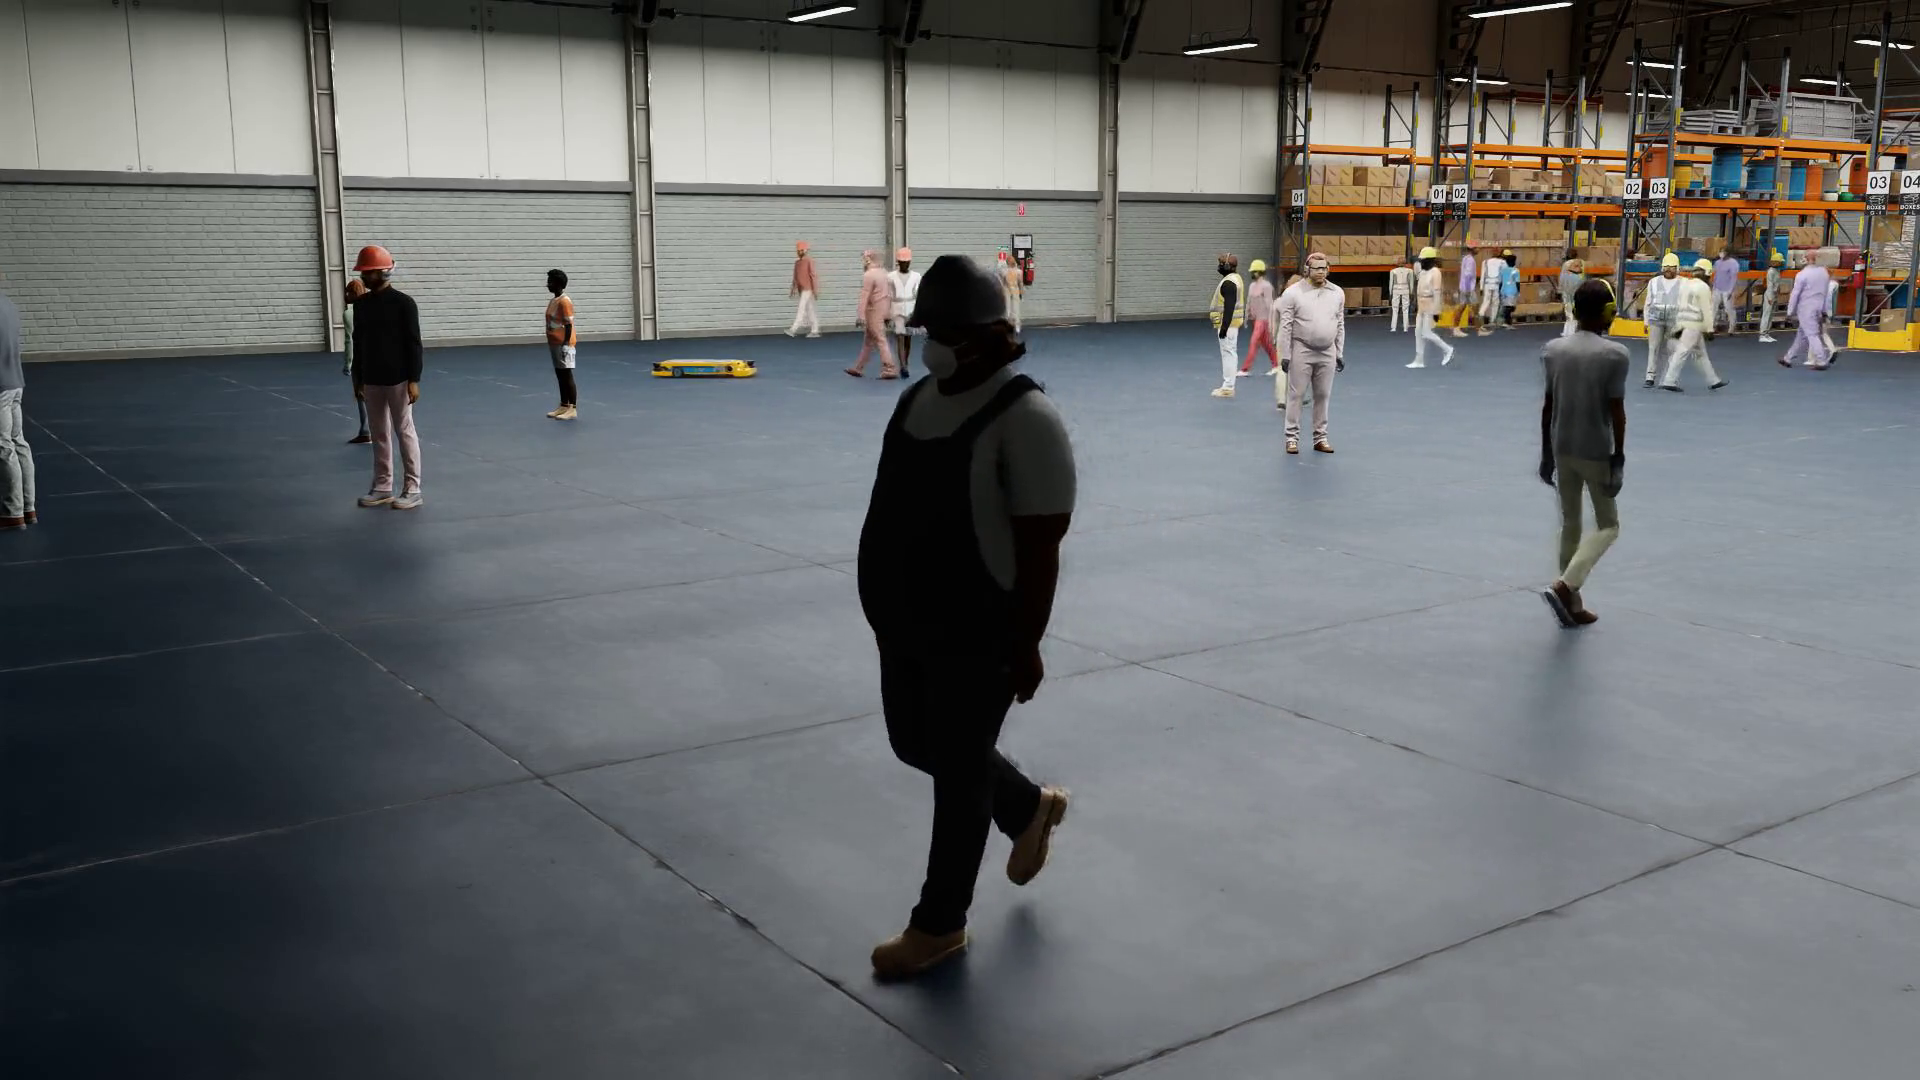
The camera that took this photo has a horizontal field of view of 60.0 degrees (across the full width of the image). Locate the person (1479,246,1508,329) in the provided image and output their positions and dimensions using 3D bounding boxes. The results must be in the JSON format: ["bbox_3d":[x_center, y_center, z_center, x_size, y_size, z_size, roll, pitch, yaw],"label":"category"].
[{"bbox_3d":[11.914,-5.639,37.189,0.598,1.865,0.617,7,13,35],"label":"person"}]

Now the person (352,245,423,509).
[{"bbox_3d":[-4.368,-1.229,12.628,0.621,1.990,0.396,5,11,24],"label":"person"}]

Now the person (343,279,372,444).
[{"bbox_3d":[-5.966,-1.778,16.623,0.284,1.633,0.497,4,11,21],"label":"person"}]

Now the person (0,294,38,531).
[{"bbox_3d":[-6.768,-1.027,11.673,0.350,1.935,0.635,-2,10,-10],"label":"person"}]

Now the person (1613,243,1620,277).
[{"bbox_3d":[19.149,-7.690,48.349,0.355,1.883,0.575,0,10,-2],"label":"person"}]

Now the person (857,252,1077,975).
[{"bbox_3d":[0.045,0.178,4.784,0.760,2.000,0.688,-8,13,-36],"label":"person"}]

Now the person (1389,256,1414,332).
[{"bbox_3d":[9.518,-5.298,35.900,0.514,1.641,0.308,2,10,9],"label":"person"}]

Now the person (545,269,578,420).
[{"bbox_3d":[-4.510,-2.201,18.770,0.315,1.695,0.541,-6,12,-30],"label":"person"}]

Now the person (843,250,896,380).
[{"bbox_3d":[-1.328,-3.251,24.111,0.976,1.851,0.728,3,11,18],"label":"person"}]

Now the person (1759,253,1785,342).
[{"bbox_3d":[15.985,-4.765,32.704,0.324,1.740,0.492,9,14,40],"label":"person"}]

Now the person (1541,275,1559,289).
[{"bbox_3d":[15.884,-6.993,44.872,0.615,1.751,0.566,-6,12,-29],"label":"person"}]

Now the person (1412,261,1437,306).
[{"bbox_3d":[10.339,-5.592,37.122,0.502,1.781,1.000,1,10,4],"label":"person"}]

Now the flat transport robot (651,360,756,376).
[{"bbox_3d":[-3.785,-2.550,24.589,1.431,0.197,0.652,1,10,3],"label":"flat transport robot"}]

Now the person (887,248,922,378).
[{"bbox_3d":[-0.810,-3.327,24.421,0.556,1.887,1.001,-1,10,-7],"label":"person"}]

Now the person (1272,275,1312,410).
[{"bbox_3d":[3.997,-2.367,19.963,0.519,1.595,0.824,5,11,25],"label":"person"}]

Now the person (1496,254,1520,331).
[{"bbox_3d":[11.961,-5.400,36.330,0.630,1.681,0.542,-5,12,-27],"label":"person"}]

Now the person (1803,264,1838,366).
[{"bbox_3d":[13.738,-3.574,26.503,0.518,1.623,0.494,-1,10,-8],"label":"person"}]

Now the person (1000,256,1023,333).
[{"bbox_3d":[1.102,-5.268,35.729,0.514,1.644,0.307,-2,11,-12],"label":"person"}]

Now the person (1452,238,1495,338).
[{"bbox_3d":[10.551,-5.138,33.998,0.924,2.009,0.636,1,10,7],"label":"person"}]

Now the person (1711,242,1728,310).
[{"bbox_3d":[19.061,-6.475,41.573,0.404,1.921,0.582,-7,13,-35],"label":"person"}]

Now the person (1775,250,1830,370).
[{"bbox_3d":[13.201,-3.577,25.925,0.651,1.844,1.041,-5,11,-25],"label":"person"}]

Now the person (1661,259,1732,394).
[{"bbox_3d":[9.721,-2.801,21.864,0.958,1.761,0.622,1,10,7],"label":"person"}]

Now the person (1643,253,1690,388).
[{"bbox_3d":[9.605,-2.972,22.624,0.590,1.833,0.404,6,12,29],"label":"person"}]

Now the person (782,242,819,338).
[{"bbox_3d":[-3.263,-5.082,33.866,0.993,1.943,0.656,-8,13,-37],"label":"person"}]

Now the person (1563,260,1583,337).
[{"bbox_3d":[11.323,-4.339,30.662,0.277,1.633,0.507,0,10,0],"label":"person"}]

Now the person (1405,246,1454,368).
[{"bbox_3d":[7.378,-3.634,26.047,0.658,1.909,0.592,-2,10,-9],"label":"person"}]

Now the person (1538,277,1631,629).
[{"bbox_3d":[3.213,-0.433,8.652,0.517,1.853,0.530,-8,13,-38],"label":"person"}]

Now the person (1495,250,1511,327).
[{"bbox_3d":[12.409,-5.731,37.931,0.341,1.761,0.538,-5,12,-27],"label":"person"}]

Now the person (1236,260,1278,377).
[{"bbox_3d":[4.431,-3.268,24.564,0.918,1.720,0.546,-4,11,-20],"label":"person"}]

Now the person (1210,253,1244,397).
[{"bbox_3d":[3.438,-2.767,21.472,0.429,1.845,0.621,3,11,15],"label":"person"}]

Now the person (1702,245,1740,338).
[{"bbox_3d":[15.467,-5.037,33.790,1.004,1.883,0.655,-4,11,-22],"label":"person"}]

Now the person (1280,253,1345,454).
[{"bbox_3d":[3.365,-1.769,15.829,0.652,1.904,0.404,-2,11,-10],"label":"person"}]

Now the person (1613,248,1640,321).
[{"bbox_3d":[14.531,-5.422,36.143,0.927,1.794,0.654,-8,13,-37],"label":"person"}]

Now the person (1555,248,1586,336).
[{"bbox_3d":[12.700,-5.157,34.635,0.645,1.827,0.462,-8,13,-37],"label":"person"}]
